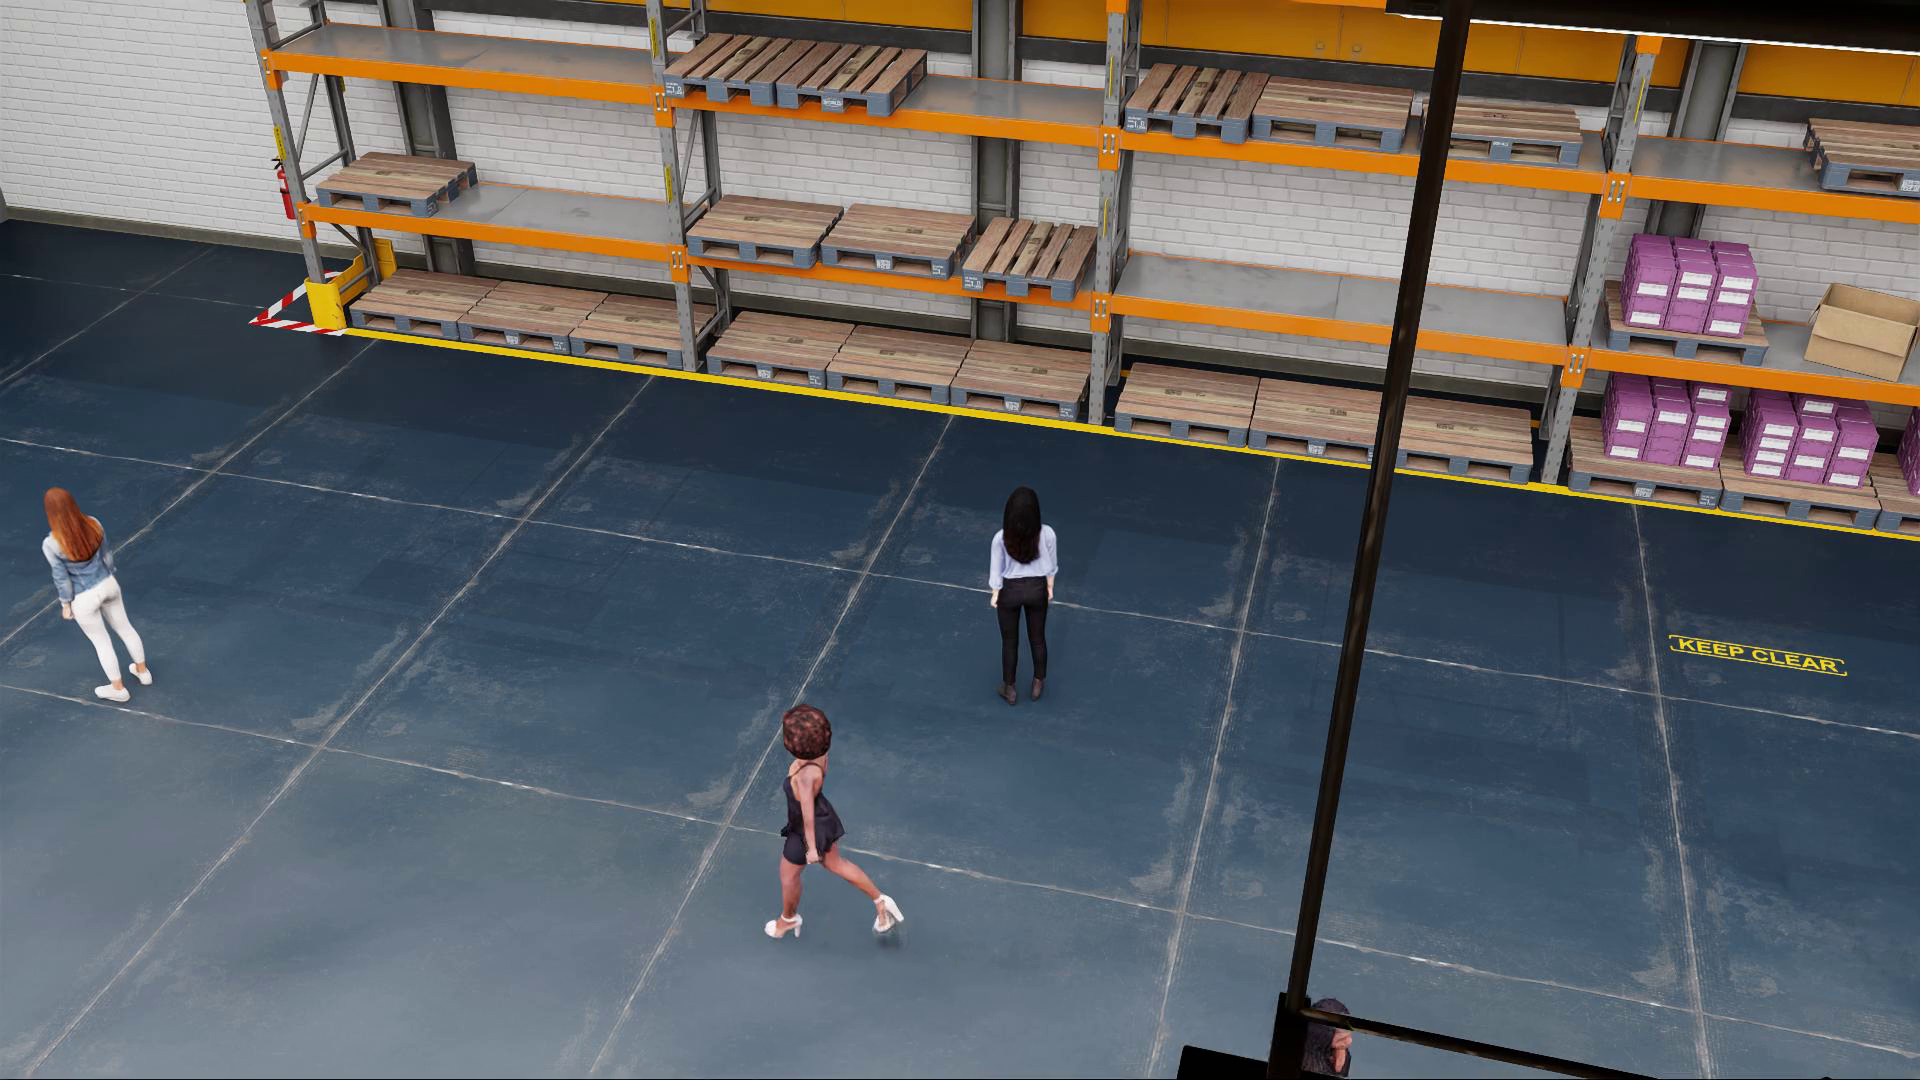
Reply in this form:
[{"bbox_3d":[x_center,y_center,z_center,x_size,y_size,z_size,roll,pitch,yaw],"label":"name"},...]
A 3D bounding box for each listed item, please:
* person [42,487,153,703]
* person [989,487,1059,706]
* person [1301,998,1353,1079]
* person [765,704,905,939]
[{"bbox_3d":[-6.018,0.375,11.570,0.596,1.702,0.661,17,37,24],"label":"person"},{"bbox_3d":[0.433,0.389,11.512,0.659,1.744,0.790,-7,34,-10],"label":"person"},{"bbox_3d":[1.569,2.787,7.962,1.016,1.680,0.639,10,35,14],"label":"person"},{"bbox_3d":[-0.757,1.678,9.558,1.086,1.761,0.640,5,34,8],"label":"person"}]
